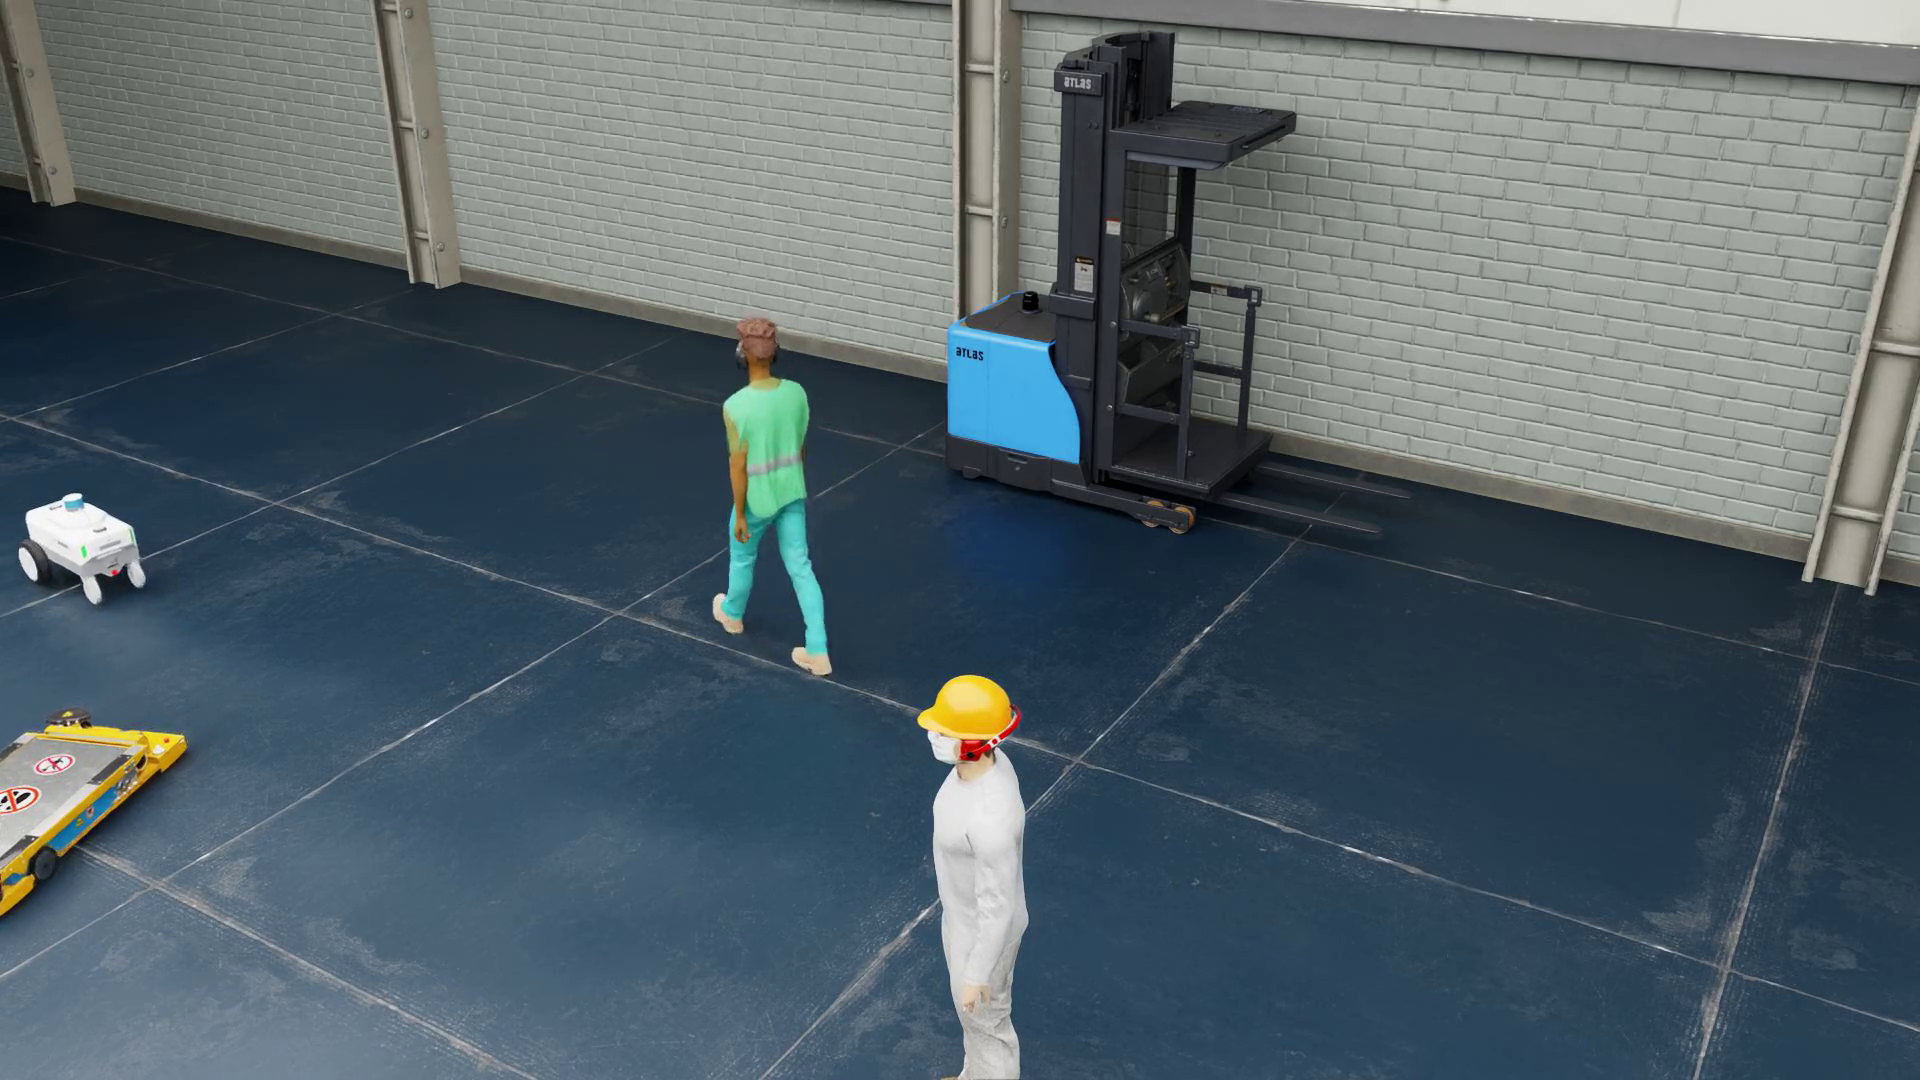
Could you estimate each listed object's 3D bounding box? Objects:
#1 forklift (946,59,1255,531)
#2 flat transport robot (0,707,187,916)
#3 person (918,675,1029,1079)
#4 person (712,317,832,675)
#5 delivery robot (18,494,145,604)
[{"bbox_3d":[0.933,-1.707,10.833,1.873,2.768,1.129,15,29,28],"label":"forklift"},{"bbox_3d":[-4.279,1.240,7.636,0.659,0.231,1.431,4,26,9],"label":"flat transport robot"},{"bbox_3d":[0.047,1.291,5.627,0.361,1.897,0.571,-3,25,-6],"label":"person"},{"bbox_3d":[-1.030,-0.258,8.874,0.513,1.919,1.036,-17,30,-32],"label":"person"},{"bbox_3d":[-5.228,0.020,9.905,0.815,0.614,0.499,18,31,33],"label":"delivery robot"}]
